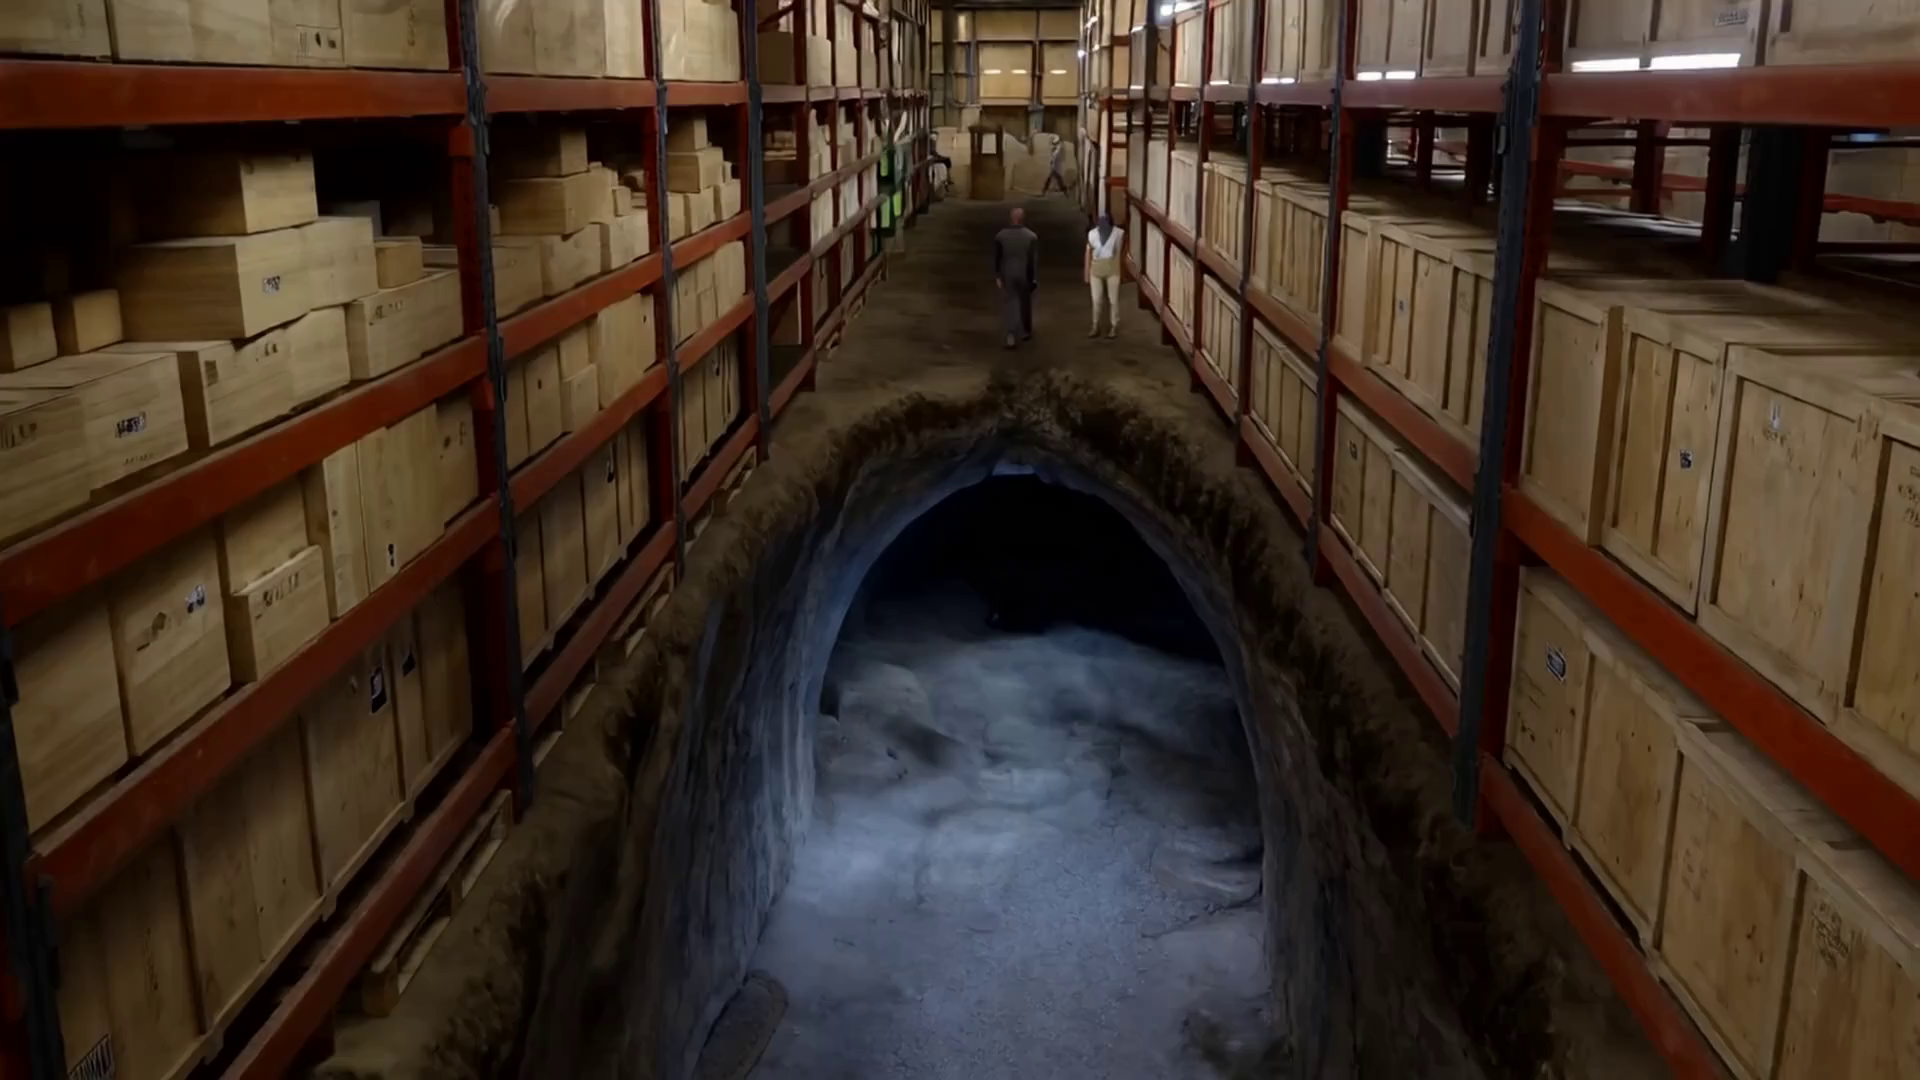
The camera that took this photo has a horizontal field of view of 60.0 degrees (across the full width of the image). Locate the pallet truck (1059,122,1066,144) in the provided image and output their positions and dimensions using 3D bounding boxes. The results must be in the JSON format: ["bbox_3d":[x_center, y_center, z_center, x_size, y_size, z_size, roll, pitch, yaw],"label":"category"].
[{"bbox_3d":[5.788,-21.111,88.014,1.885,1.965,0.823,5,16,18],"label":"pallet truck"}]

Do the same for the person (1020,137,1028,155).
[{"bbox_3d":[2.386,-14.478,63.634,0.429,1.839,0.627,-5,16,-18],"label":"person"}]

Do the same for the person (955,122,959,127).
[{"bbox_3d":[-0.199,-21.828,90.833,0.495,1.908,0.603,10,18,33],"label":"person"}]

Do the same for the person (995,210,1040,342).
[{"bbox_3d":[0.818,-3.773,23.787,0.656,1.855,1.008,3,15,10],"label":"person"}]

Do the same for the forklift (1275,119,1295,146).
[{"bbox_3d":[8.474,-9.603,43.520,1.873,2.768,1.129,0,15,2],"label":"forklift"}]

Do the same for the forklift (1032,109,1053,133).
[{"bbox_3d":[3.487,-16.921,70.751,1.129,2.768,1.873,13,20,40],"label":"forklift"}]

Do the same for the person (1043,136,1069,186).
[{"bbox_3d":[3.710,-14.426,63.366,0.999,1.890,0.634,-4,16,-16],"label":"person"}]

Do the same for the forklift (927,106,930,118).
[{"bbox_3d":[-1.988,-20.789,85.142,1.129,2.768,1.873,0,15,2],"label":"forklift"}]

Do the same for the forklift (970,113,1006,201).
[{"bbox_3d":[0.955,-12.700,55.044,1.129,2.768,1.873,1,15,4],"label":"forklift"}]

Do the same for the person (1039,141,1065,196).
[{"bbox_3d":[3.254,-12.754,57.134,0.992,1.883,0.565,-1,15,-5],"label":"person"}]

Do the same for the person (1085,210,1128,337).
[{"bbox_3d":[2.108,-3.872,24.197,0.618,1.836,0.430,5,16,17],"label":"person"}]
